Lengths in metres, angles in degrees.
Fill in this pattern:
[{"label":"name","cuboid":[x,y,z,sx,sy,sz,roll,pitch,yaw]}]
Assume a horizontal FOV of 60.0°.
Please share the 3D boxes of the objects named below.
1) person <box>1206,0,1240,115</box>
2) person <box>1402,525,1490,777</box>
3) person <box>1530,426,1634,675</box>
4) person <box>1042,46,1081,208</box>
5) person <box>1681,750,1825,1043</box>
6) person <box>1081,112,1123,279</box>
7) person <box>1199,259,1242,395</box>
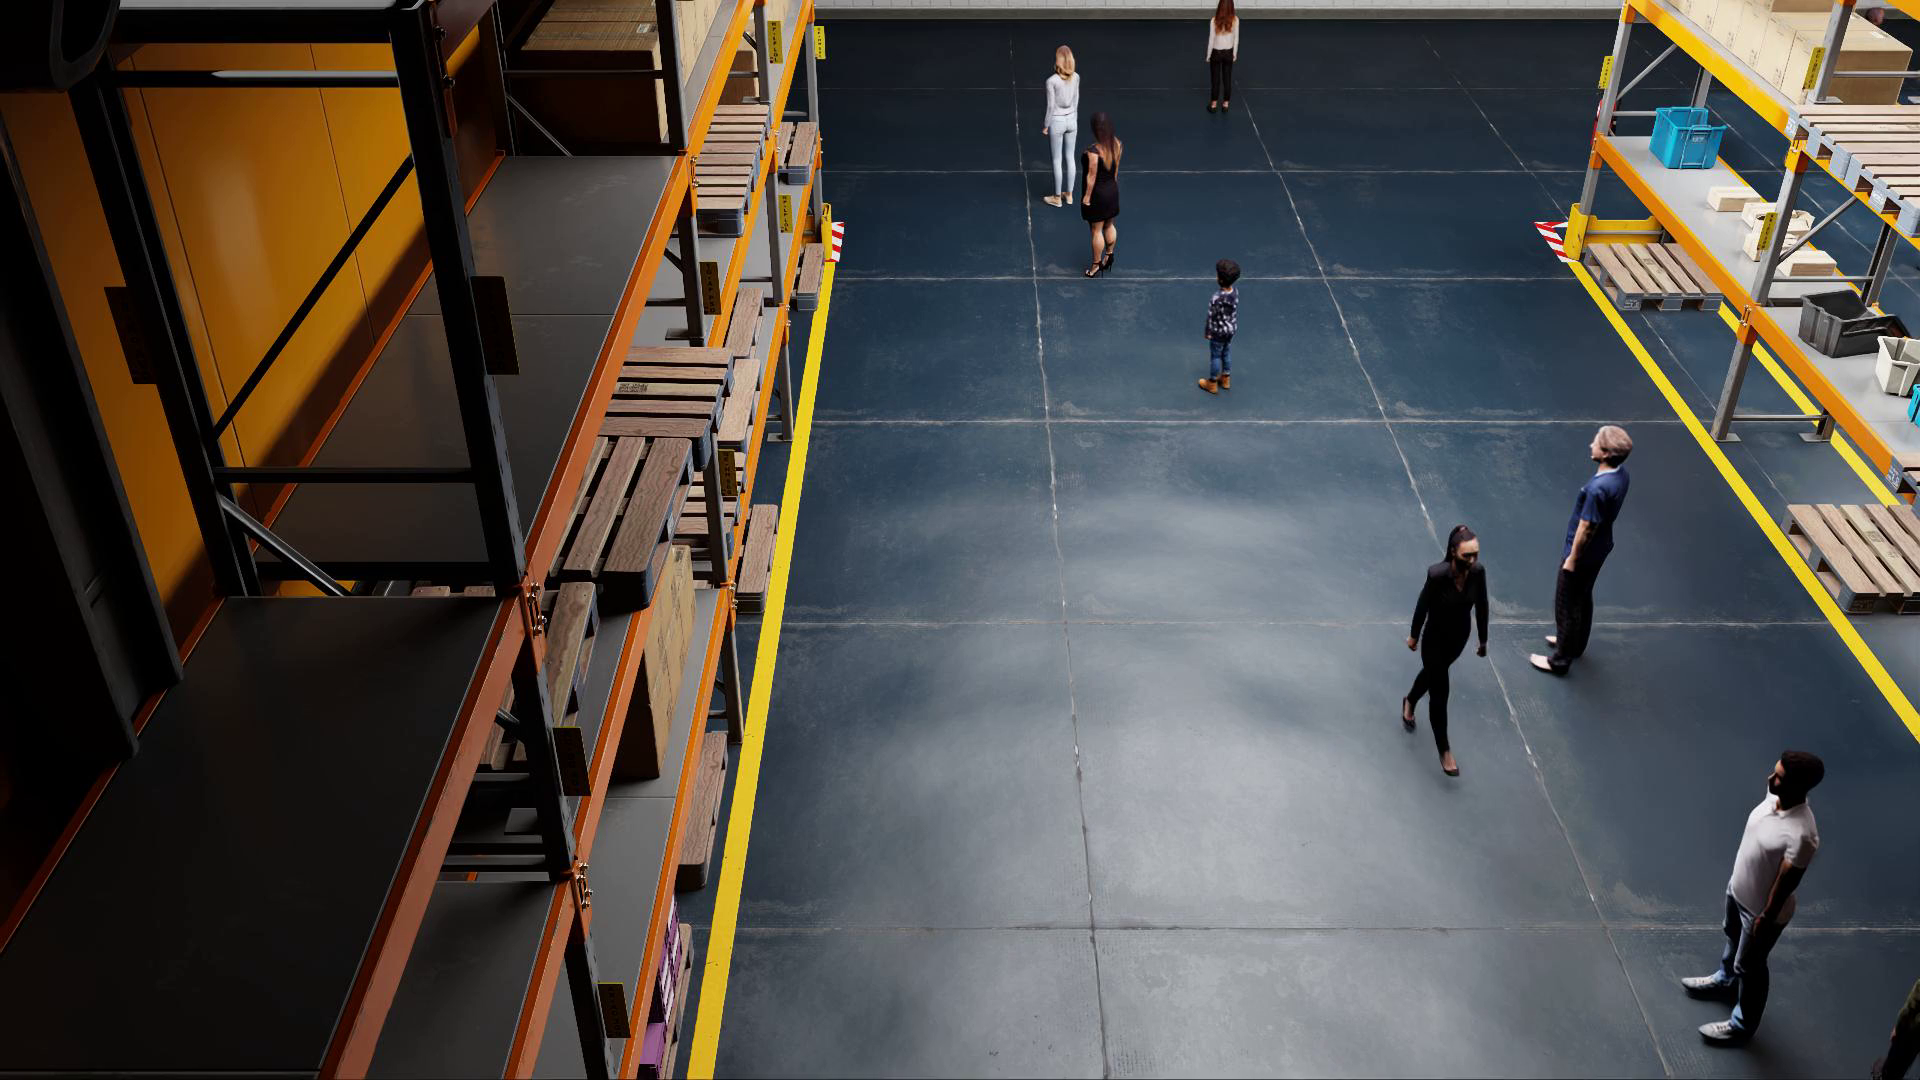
[{"label":"person","cuboid":[3.322,-6.154,21.053,0.545,1.484,0.489,-2,34,-3]},{"label":"person","cuboid":[3.071,0.618,10.697,0.794,1.669,1.096,-9,35,-13]},{"label":"person","cuboid":[4.286,0.068,11.345,0.797,1.867,0.693,22,39,29]},{"label":"person","cuboid":[1.132,-4.581,18.404,0.666,1.796,0.679,-19,38,-26]},{"label":"person","cuboid":[4.201,1.842,8.687,0.749,1.855,0.518,4,34,6]},{"label":"person","cuboid":[1.439,-3.487,16.836,0.818,1.710,0.751,27,42,34]},{"label":"person","cuboid":[2.345,-1.918,14.893,0.569,1.248,0.619,-24,41,-32]}]
